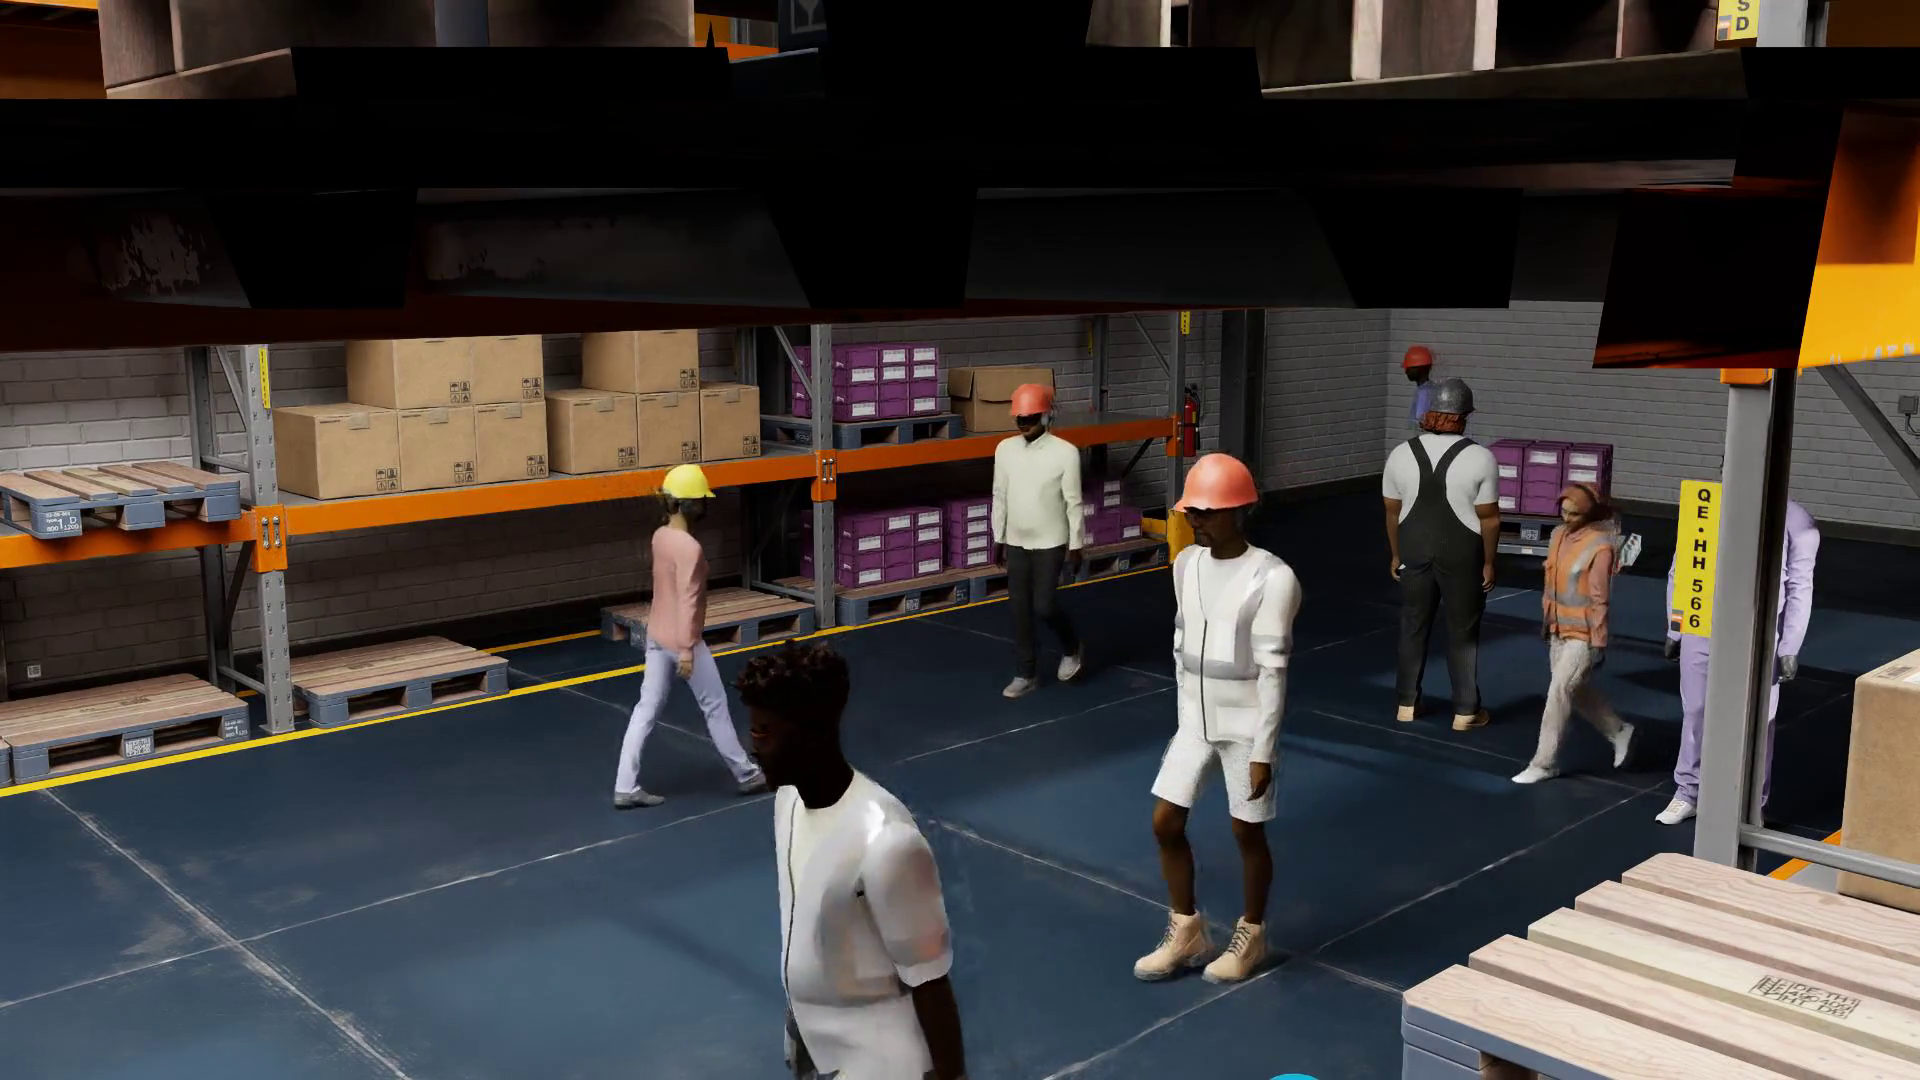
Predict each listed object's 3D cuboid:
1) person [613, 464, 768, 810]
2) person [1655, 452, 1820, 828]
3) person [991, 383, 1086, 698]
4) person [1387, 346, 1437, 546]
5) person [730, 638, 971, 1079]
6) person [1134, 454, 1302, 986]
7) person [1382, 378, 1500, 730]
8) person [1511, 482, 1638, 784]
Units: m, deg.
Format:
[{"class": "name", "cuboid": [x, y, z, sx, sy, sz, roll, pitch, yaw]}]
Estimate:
[{"class": "person", "cuboid": [-1.345, 0.477, 8.272, 0.898, 1.711, 0.545, -6, 11, -30]}, {"class": "person", "cuboid": [3.644, 0.458, 7.852, 0.641, 1.908, 0.408, 9, 13, 42]}, {"class": "person", "cuboid": [0.490, -0.001, 10.355, 0.620, 1.973, 0.573, 7, 12, 35]}, {"class": "person", "cuboid": [4.205, -0.826, 15.342, 0.656, 1.909, 0.538, 2, 10, 12]}, {"class": "person", "cuboid": [-0.205, 1.154, 3.830, 1.026, 1.893, 0.665, -4, 11, -24]}, {"class": "person", "cuboid": [0.939, 0.693, 6.120, 0.680, 2.017, 0.629, -8, 13, -39]}, {"class": "person", "cuboid": [2.835, 0.074, 9.707, 0.676, 2.000, 0.536, 7, 12, 37]}, {"class": "person", "cuboid": [3.249, 0.478, 8.622, 0.701, 1.605, 0.543, -2, 10, -11]}]
